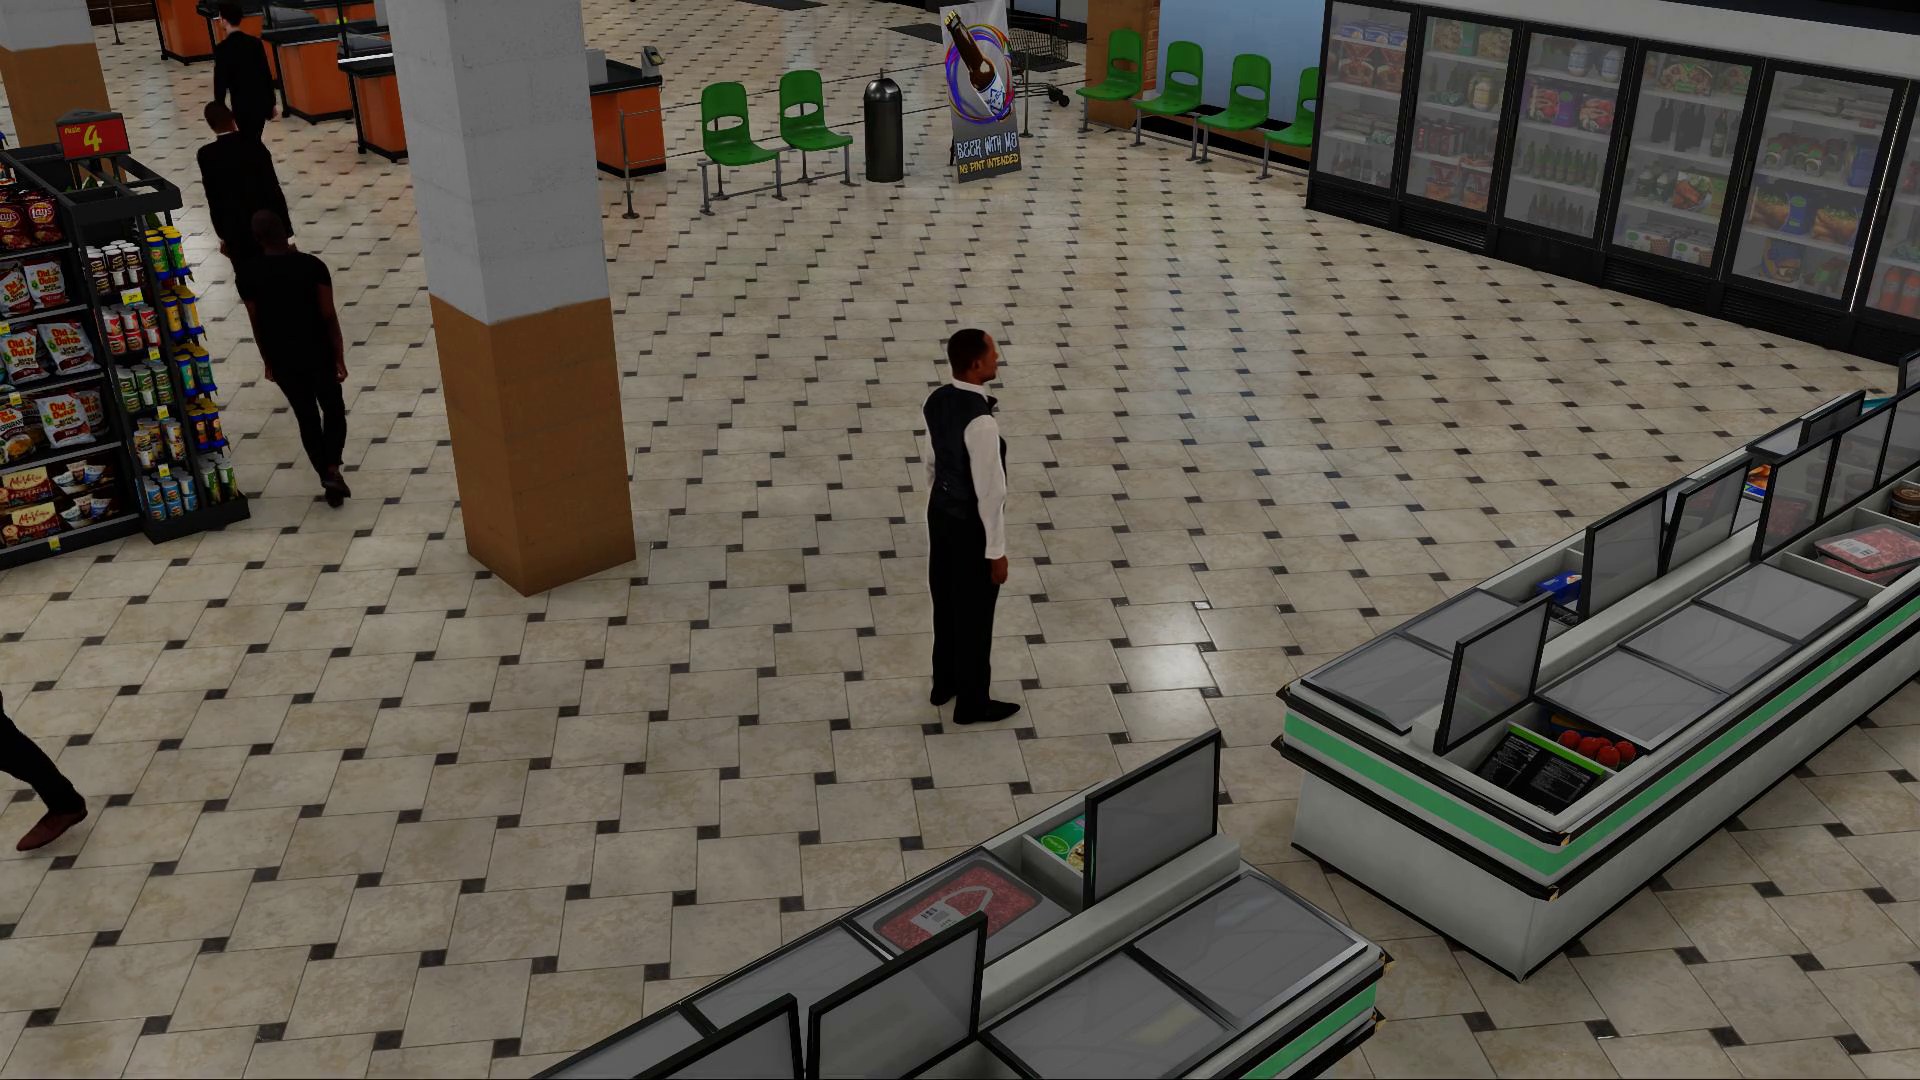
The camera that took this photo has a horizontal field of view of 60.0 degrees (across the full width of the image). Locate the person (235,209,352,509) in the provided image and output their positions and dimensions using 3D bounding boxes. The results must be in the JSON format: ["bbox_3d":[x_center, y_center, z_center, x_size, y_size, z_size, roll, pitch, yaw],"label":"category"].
[{"bbox_3d":[-3.828,-0.988,9.615,0.841,1.797,0.894,-5,27,-10],"label":"person"}]

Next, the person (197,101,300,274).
[{"bbox_3d":[-4.990,-2.132,11.795,0.819,1.865,0.917,4,27,8],"label":"person"}]

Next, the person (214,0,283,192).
[{"bbox_3d":[-6.576,-4.043,15.553,0.867,1.874,0.751,10,28,18],"label":"person"}]

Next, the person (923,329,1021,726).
[{"bbox_3d":[0.026,-0.058,7.646,0.616,1.918,0.727,-16,31,-28],"label":"person"}]
